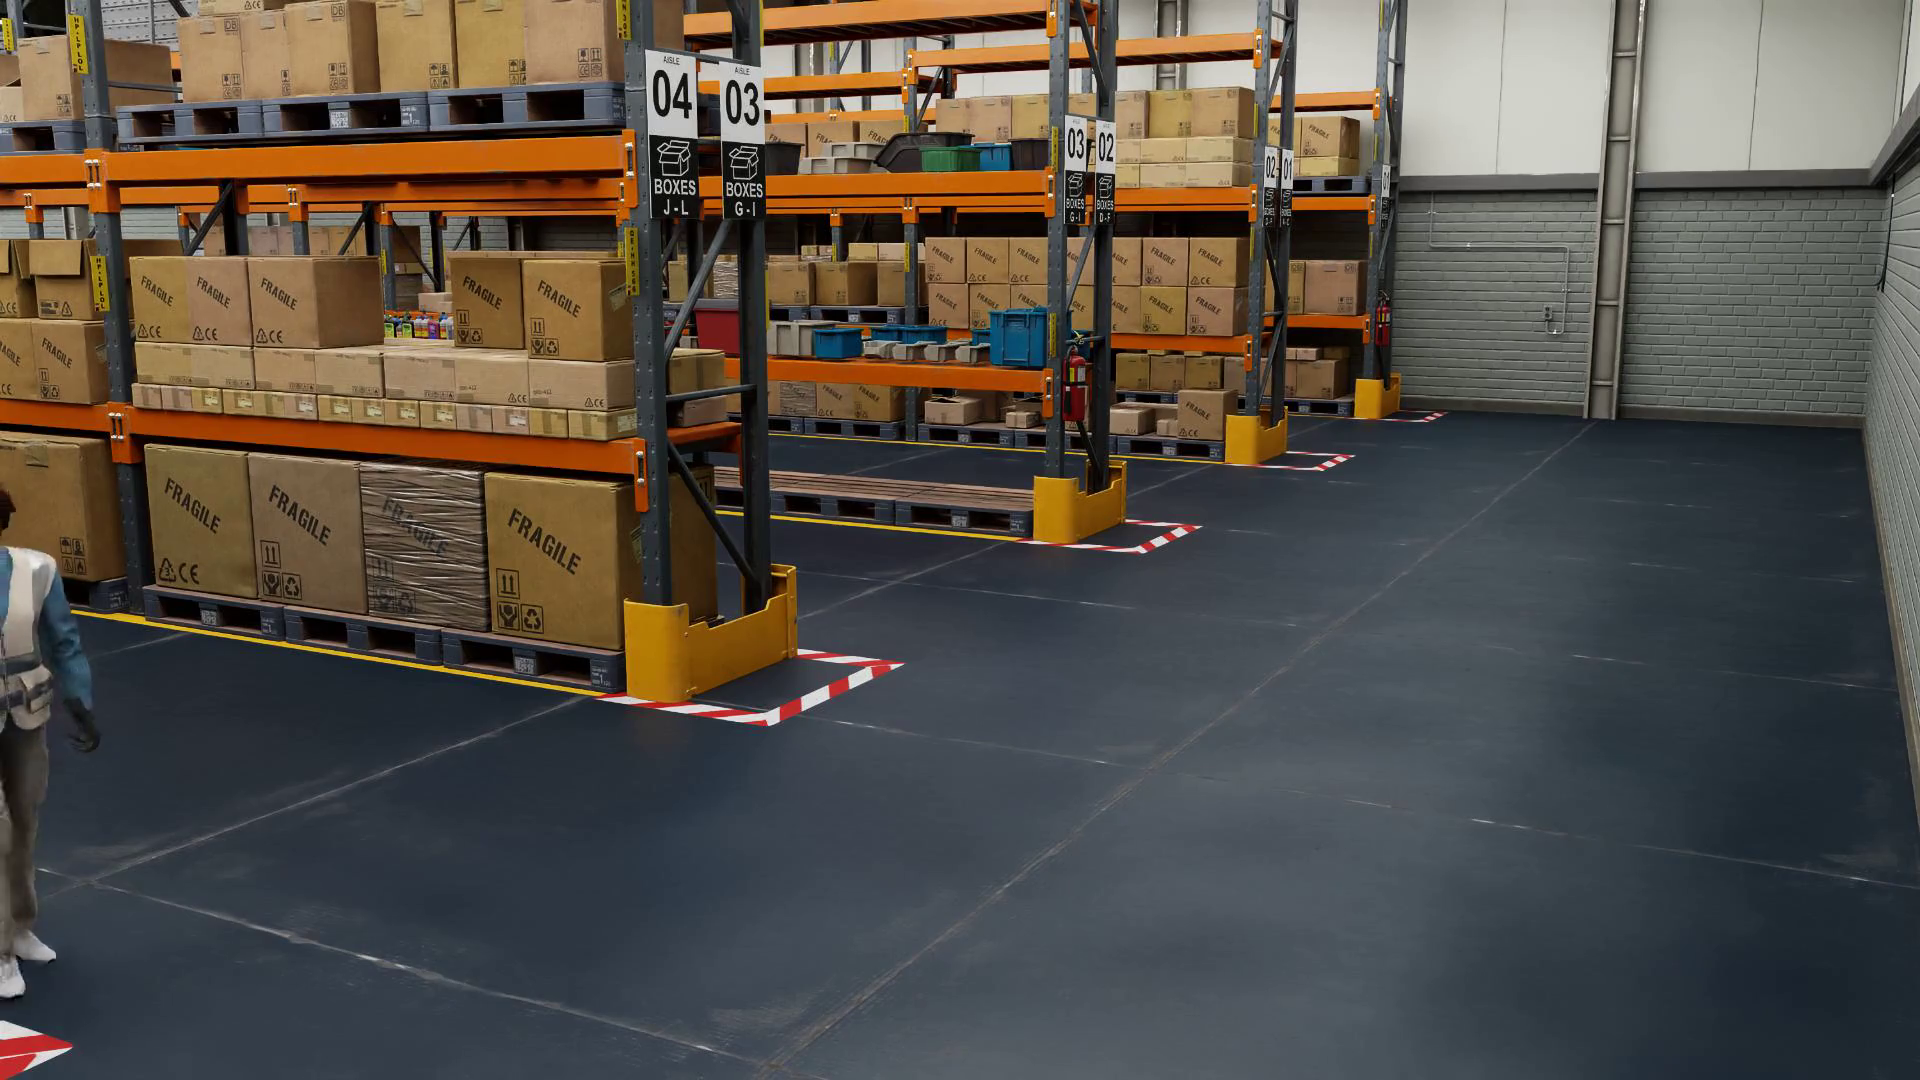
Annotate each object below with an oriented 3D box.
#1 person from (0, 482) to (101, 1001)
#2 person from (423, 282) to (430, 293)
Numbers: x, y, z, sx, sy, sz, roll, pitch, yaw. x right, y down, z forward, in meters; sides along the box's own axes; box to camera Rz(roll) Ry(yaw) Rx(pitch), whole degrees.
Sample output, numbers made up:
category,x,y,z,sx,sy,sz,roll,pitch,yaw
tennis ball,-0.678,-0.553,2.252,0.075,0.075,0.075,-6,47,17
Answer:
category,x,y,z,sx,sy,sz,roll,pitch,yaw
person,-2.974,0.604,5.198,0.587,1.622,0.524,7,12,32
person,-8.572,-3.325,26.656,0.505,1.606,0.758,-9,14,-42
